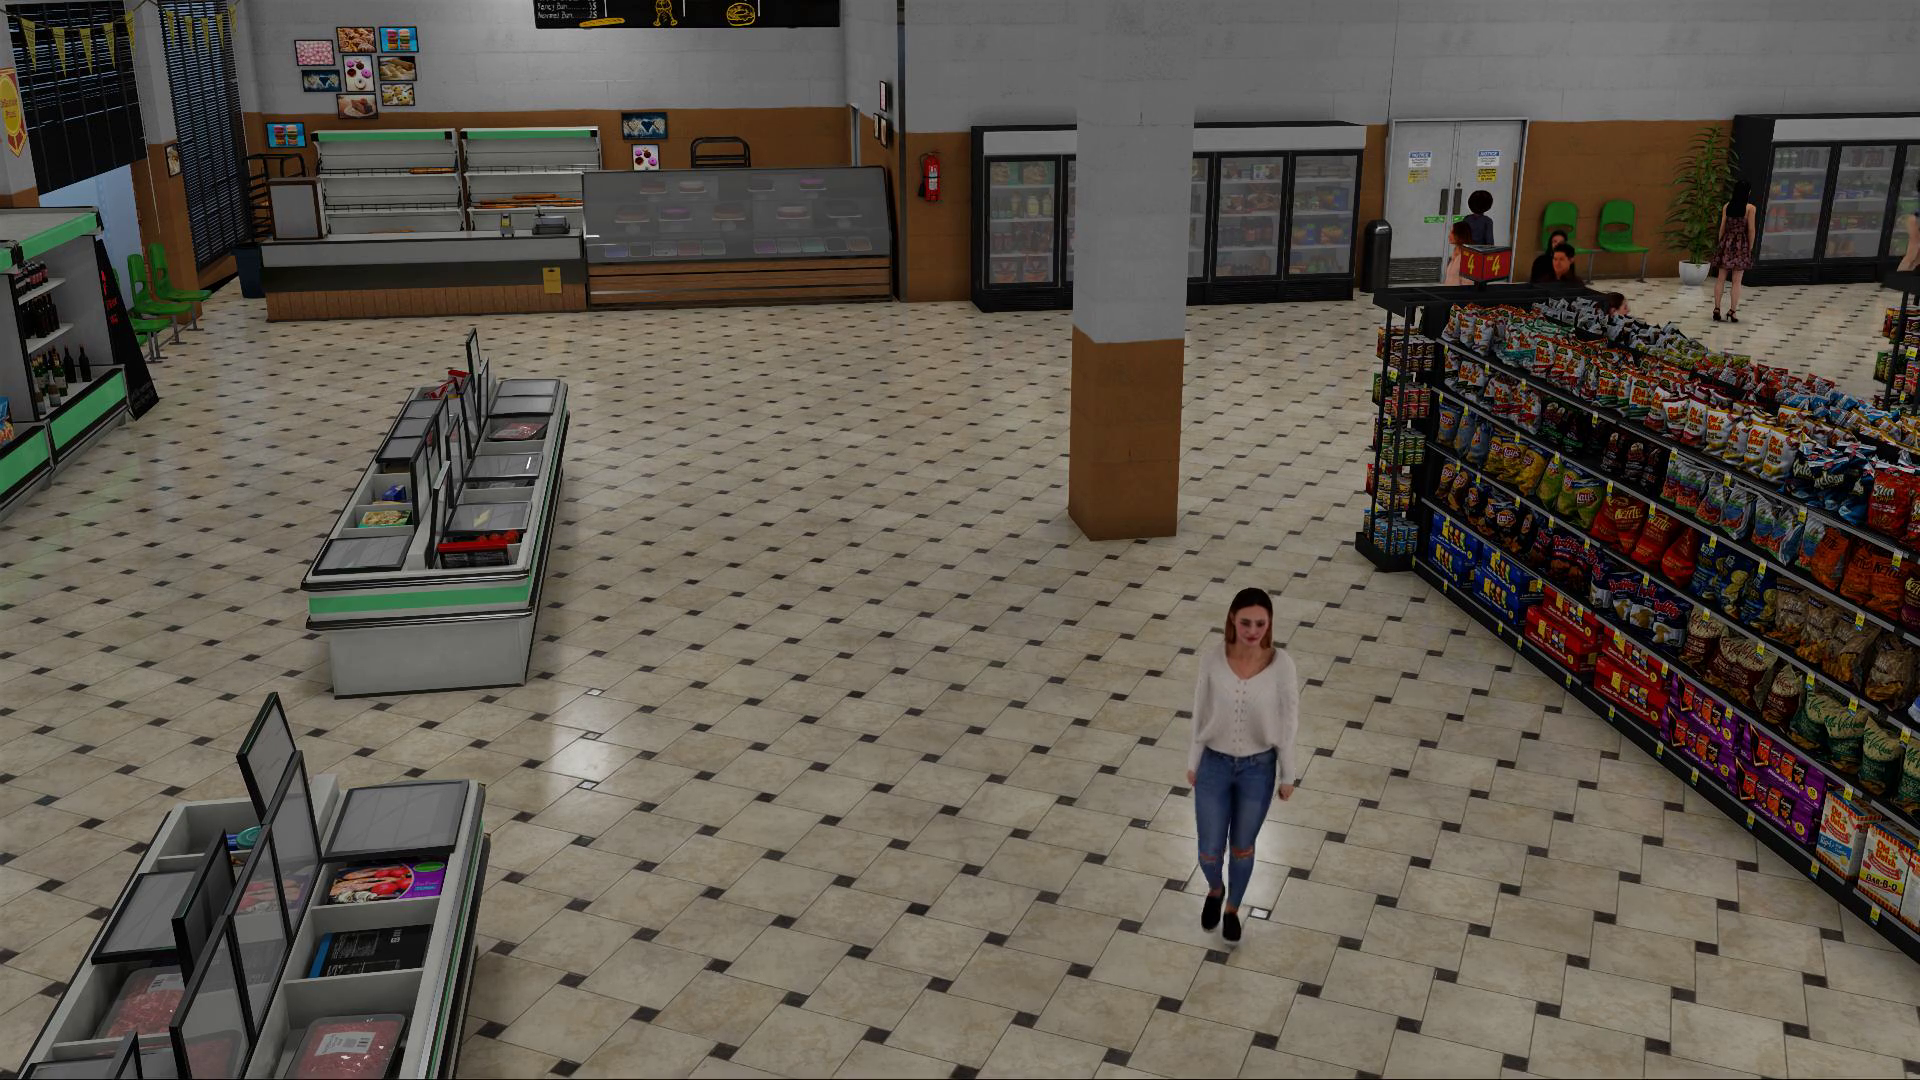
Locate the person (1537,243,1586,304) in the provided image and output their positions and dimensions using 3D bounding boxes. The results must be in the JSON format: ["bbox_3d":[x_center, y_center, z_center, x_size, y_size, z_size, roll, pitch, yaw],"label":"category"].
[{"bbox_3d":[5.731,-1.958,15.950,0.986,1.753,0.966,-17,25,-41],"label":"person"}]

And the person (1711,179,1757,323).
[{"bbox_3d":[9.723,-3.634,20.890,0.861,1.773,0.784,-17,25,-41],"label":"person"}]

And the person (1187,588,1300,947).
[{"bbox_3d":[1.221,0.981,7.348,0.707,1.680,0.698,4,19,11],"label":"person"}]

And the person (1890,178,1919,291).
[{"bbox_3d":[13.078,-4.257,22.806,0.833,1.731,0.771,7,20,21],"label":"person"}]

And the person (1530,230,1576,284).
[{"bbox_3d":[6.329,-2.515,17.828,0.791,1.609,0.902,6,20,17],"label":"person"}]

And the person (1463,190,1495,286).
[{"bbox_3d":[6.278,-3.402,20.301,0.631,1.710,0.727,17,25,42],"label":"person"}]

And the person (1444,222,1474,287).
[{"bbox_3d":[5.136,-2.388,17.169,0.691,1.790,0.519,0,19,1],"label":"person"}]
